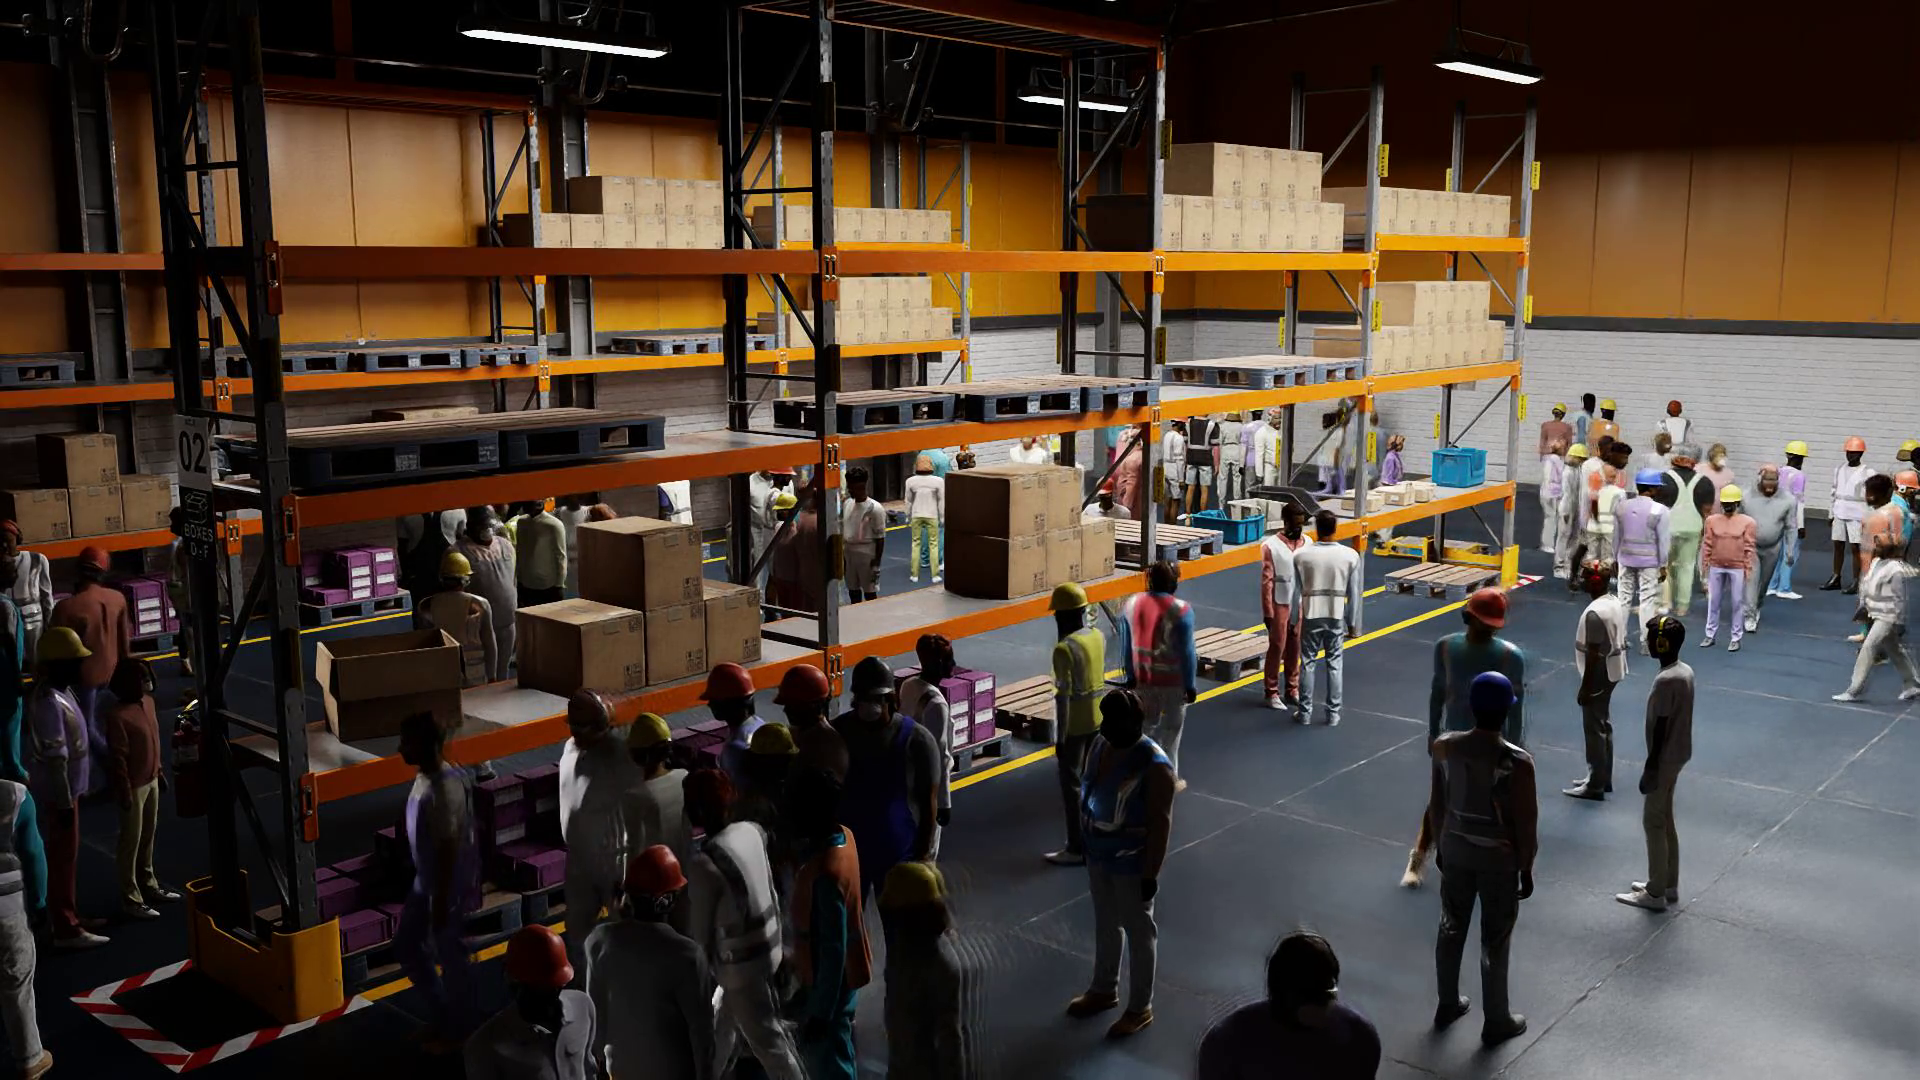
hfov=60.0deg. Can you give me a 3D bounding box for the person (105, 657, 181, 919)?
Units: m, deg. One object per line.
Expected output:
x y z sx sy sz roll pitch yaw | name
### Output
-5.111 1.528 10.373 0.279 1.634 0.498 0 10 0 | person

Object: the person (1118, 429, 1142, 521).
2.259 -0.505 21.720 0.407 1.902 0.639 4 10 23 | person

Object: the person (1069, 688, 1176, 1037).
0.844 1.686 8.814 0.429 1.845 0.621 -6 11 -32 | person

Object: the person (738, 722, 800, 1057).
-0.974 1.783 8.563 0.323 1.737 0.486 1 10 4 | person

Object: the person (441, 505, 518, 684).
-4.064 0.663 14.329 0.537 2.000 0.689 9 13 42 | person

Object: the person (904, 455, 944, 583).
-0.454 -0.267 21.151 0.510 1.623 0.325 1 10 7 | person

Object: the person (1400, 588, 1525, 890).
3.344 1.279 10.845 0.639 1.992 0.944 7 12 36 | person

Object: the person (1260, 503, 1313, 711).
2.964 0.599 15.124 0.598 1.908 0.410 -6 11 -33 | person

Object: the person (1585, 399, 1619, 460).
10.105 -1.257 26.135 0.381 1.923 0.591 -5 11 -28 | person

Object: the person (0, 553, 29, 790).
-7.359 1.016 12.804 0.517 1.842 0.326 8 12 38 | person

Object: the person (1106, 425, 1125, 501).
2.697 -1.646 28.253 0.400 1.991 0.621 -4 10 -23 | person

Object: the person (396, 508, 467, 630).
-5.340 0.241 16.844 0.681 2.000 0.535 -4 10 -21 | person

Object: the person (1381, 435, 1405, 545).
6.119 -0.680 23.570 0.314 1.631 0.523 3 10 18 | person

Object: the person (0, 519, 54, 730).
-8.108 0.752 14.297 0.584 1.879 0.368 -4 10 -24 | person

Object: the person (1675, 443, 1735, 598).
9.108 -0.277 20.425 0.632 1.897 0.973 -2 10 -13 | person

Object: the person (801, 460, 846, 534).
-1.831 -0.683 22.393 0.605 2.033 0.401 0 10 0 | person

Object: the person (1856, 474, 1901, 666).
9.324 0.291 16.880 0.378 1.939 0.741 9 13 43 | person

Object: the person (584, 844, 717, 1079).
-1.224 2.081 6.718 0.573 1.749 0.339 4 10 22 | person

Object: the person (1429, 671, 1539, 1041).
2.743 1.645 8.734 0.384 1.951 0.605 -8 13 -41 | person

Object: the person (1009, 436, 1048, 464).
0.965 -0.675 22.977 0.580 1.820 0.745 6 11 32 | person

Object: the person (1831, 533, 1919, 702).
8.555 0.714 15.321 0.849 1.600 0.503 1 10 9 | person

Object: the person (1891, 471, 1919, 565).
10.555 0.080 18.722 0.355 1.736 0.575 4 10 23 | person

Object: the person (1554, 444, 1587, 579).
7.879 -0.374 21.420 0.323 1.738 0.488 6 11 34 | person

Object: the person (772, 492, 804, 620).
-1.727 0.396 16.737 0.316 1.769 0.523 -8 13 -41 | person

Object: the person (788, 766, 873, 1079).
-0.573 1.911 7.237 0.391 1.920 0.587 0 10 -3 | person

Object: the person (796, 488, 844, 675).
-1.358 0.396 16.365 0.397 1.901 0.642 -5 11 -28 | person

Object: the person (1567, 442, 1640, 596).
7.874 -0.250 20.238 0.644 1.892 0.877 -4 10 -25 | person

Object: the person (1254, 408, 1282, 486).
4.698 -1.038 24.933 0.653 1.895 0.402 -7 12 -37 | person

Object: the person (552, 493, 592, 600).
-3.933 0.257 17.316 0.577 1.859 0.845 4 10 22 | person

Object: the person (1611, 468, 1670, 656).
7.048 0.224 17.236 0.403 1.944 0.606 -8 12 -39 | person

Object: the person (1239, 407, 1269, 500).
4.606 -1.217 25.936 0.588 1.916 0.399 -4 10 -22 | person

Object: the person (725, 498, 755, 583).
-2.307 0.344 17.429 0.309 1.639 0.523 2 10 9 | person

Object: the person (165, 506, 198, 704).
-7.101 0.591 15.377 0.428 1.838 0.630 -2 10 -15 | person

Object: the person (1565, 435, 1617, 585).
8.102 -0.412 21.167 0.598 1.895 0.828 -3 10 -19 | person

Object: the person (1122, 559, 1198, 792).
1.506 1.054 12.654 0.522 1.830 0.630 -9 13 -43 | person

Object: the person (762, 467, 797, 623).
-1.984 0.051 18.345 0.395 1.928 0.542 -2 10 -11 | person

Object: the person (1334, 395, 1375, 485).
7.212 -1.994 30.192 0.767 2.000 0.534 -2 10 -14 | person

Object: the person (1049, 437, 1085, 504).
1.277 -0.335 20.655 0.615 1.914 0.448 6 11 32 | person

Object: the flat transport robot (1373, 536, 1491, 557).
6.470 0.125 22.809 1.431 0.197 0.652 6 11 33 | flat transport robot

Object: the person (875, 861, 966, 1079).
-0.112 2.105 6.670 0.565 1.725 0.500 -6 11 -31 | person

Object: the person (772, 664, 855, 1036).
-0.781 1.620 8.791 0.408 1.985 0.620 -6 11 -31 | person

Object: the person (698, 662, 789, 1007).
-1.193 1.606 9.076 0.428 1.924 0.559 1 10 6 | person

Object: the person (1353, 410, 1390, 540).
6.044 -0.951 24.393 0.635 1.910 0.482 -5 11 -26 | person
